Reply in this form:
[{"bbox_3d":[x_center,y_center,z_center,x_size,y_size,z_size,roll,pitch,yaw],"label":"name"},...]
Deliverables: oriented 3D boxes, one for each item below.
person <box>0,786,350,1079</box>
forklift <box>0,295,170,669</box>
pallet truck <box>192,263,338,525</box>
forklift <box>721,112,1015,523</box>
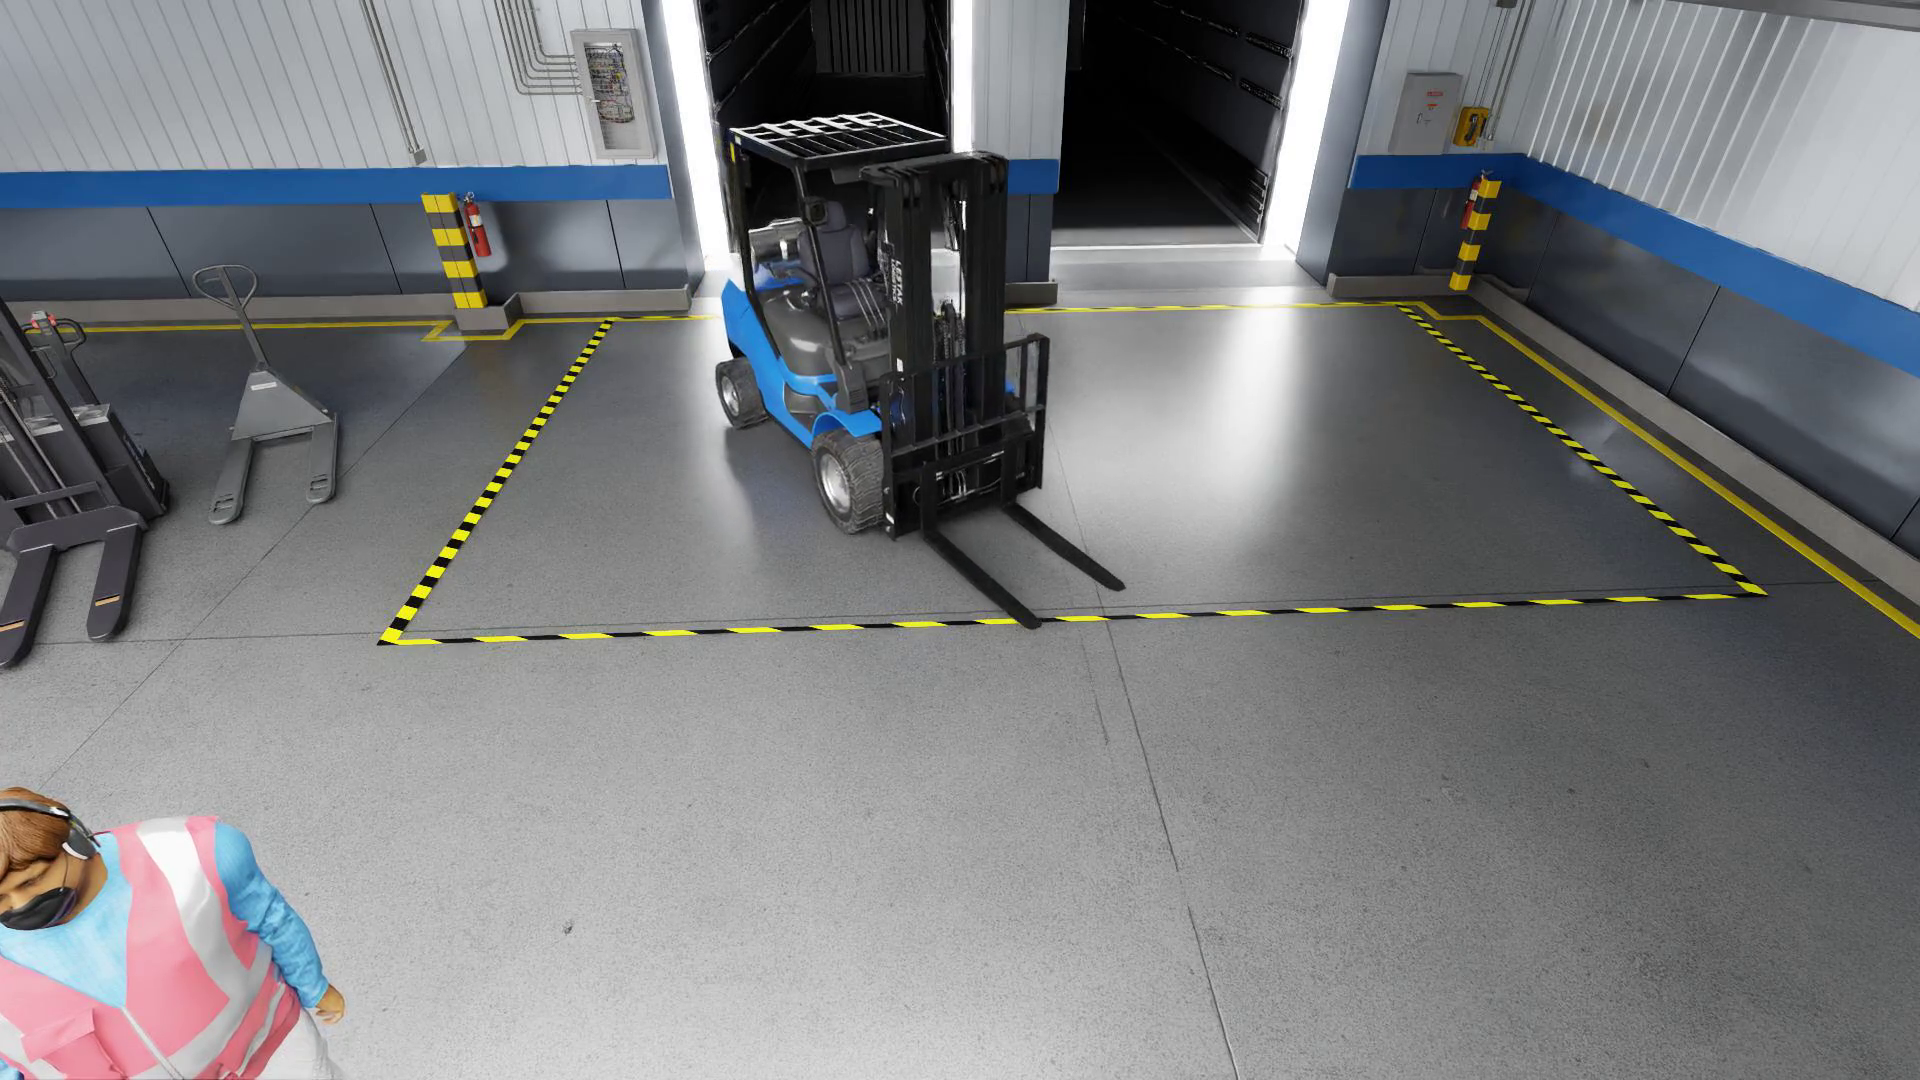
[{"bbox_3d":[-1.898,1.282,2.283,0.429,1.844,0.620,29,44,35],"label":"person"},{"bbox_3d":[-5.212,-0.618,4.878,0.823,1.965,1.885,-20,39,-26],"label":"forklift"},{"bbox_3d":[-4.778,-1.027,6.128,0.680,1.201,1.601,-17,38,-23],"label":"pallet truck"},{"bbox_3d":[-0.675,-1.605,5.984,1.157,2.036,2.680,-21,40,-27],"label":"forklift"}]
